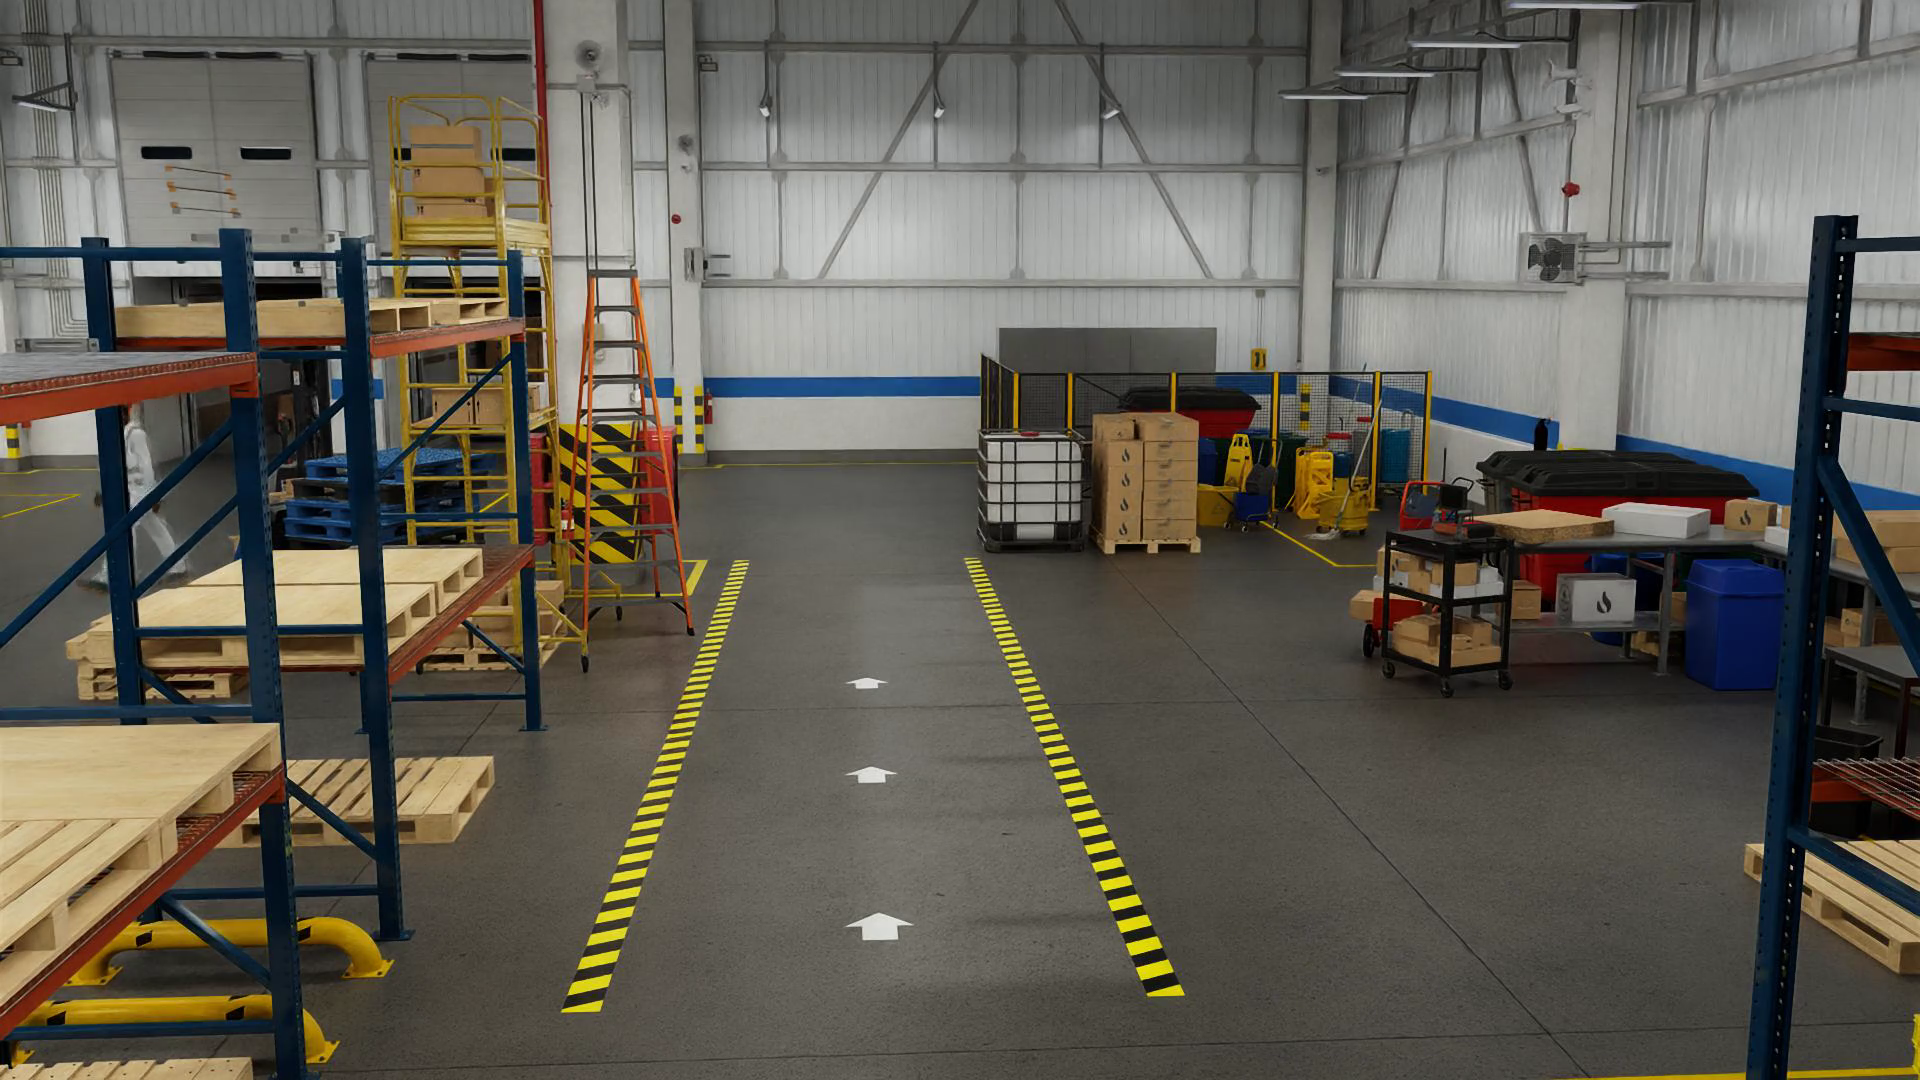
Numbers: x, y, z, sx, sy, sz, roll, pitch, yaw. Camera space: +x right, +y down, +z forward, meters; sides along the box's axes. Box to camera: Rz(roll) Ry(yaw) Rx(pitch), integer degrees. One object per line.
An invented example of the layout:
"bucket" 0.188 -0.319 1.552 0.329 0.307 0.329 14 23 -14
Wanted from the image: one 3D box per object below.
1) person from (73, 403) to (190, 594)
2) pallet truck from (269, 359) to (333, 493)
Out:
"person" -7.579 -0.434 15.186 1.019 1.829 0.579 -7 12 -38
"pallet truck" -7.062 -1.131 18.996 1.885 1.965 0.823 2 9 13
